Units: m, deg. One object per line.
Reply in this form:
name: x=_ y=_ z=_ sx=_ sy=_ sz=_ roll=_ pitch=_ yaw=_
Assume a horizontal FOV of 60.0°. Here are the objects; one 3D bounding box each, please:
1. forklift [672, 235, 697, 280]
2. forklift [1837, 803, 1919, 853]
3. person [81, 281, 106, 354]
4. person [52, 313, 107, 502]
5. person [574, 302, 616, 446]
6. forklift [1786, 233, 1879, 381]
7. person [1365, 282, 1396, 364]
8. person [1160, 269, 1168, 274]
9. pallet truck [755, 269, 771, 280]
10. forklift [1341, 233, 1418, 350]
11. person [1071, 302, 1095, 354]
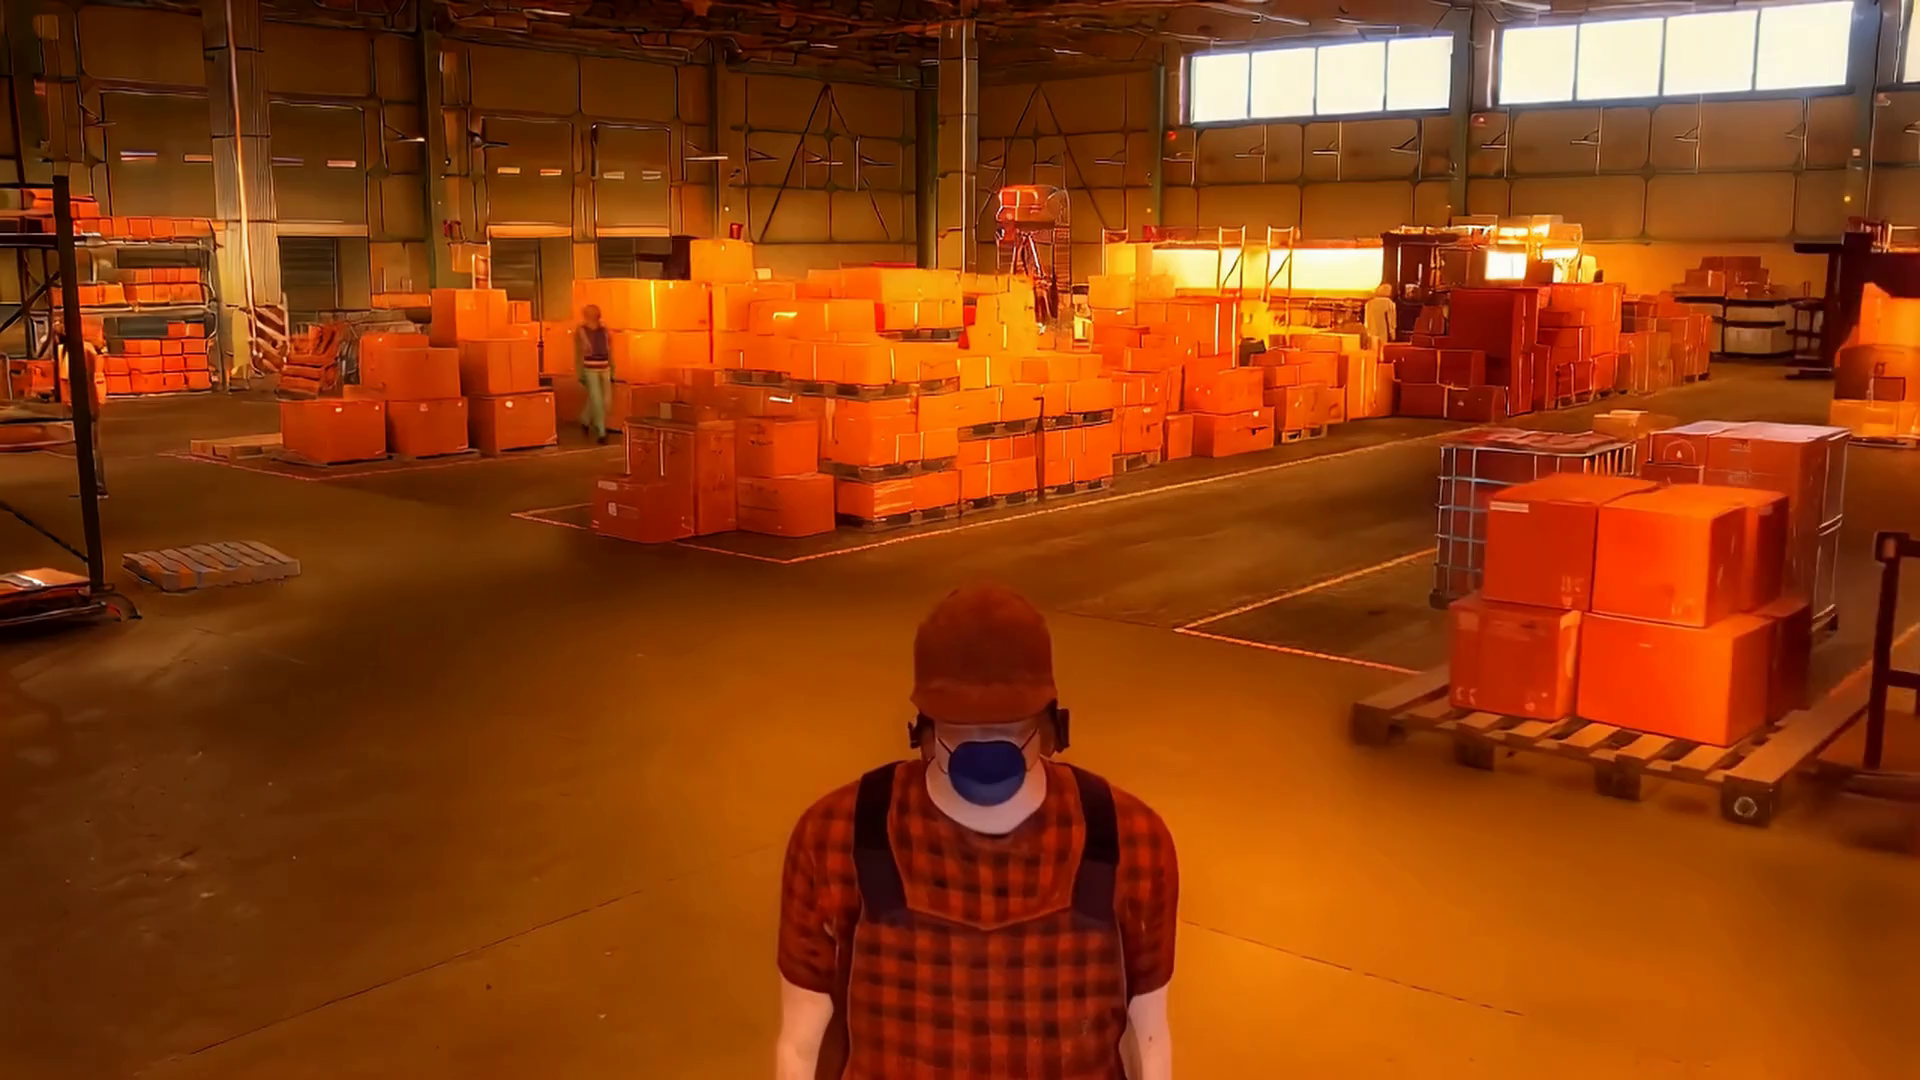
forklift: x=-6.103 y=-5.366 z=36.943 sx=1.873 sy=2.768 sz=1.129 roll=0 pitch=10 yaw=1
forklift: x=4.827 y=-0.054 z=6.697 sx=1.873 sy=2.768 sz=1.129 roll=8 pitch=13 yaw=40
person: x=-16.103 y=-3.819 z=30.832 sx=0.376 sy=1.933 sz=0.544 roll=6 pitch=12 yaw=30
person: x=-8.904 y=-1.342 z=16.821 sx=0.594 sy=1.908 sz=0.406 roll=7 pitch=12 yaw=37
person: x=-4.765 y=-2.160 z=21.614 sx=0.704 sy=1.864 sz=0.589 roll=9 pitch=13 yaw=40
forklift: x=16.779 y=-4.358 z=31.202 sx=1.873 sy=2.768 sz=1.129 roll=8 pitch=13 yaw=40
person: x=7.538 y=-3.643 z=29.825 sx=0.372 sy=1.936 sz=0.627 roll=-8 pitch=13 yaw=-38
person: x=6.016 y=-7.059 z=49.301 sx=0.405 sy=1.937 sz=0.640 roll=0 pitch=10 yaw=1
pallet truck: x=-4.996 y=-6.432 z=45.525 sx=1.885 sy=1.965 sz=0.823 roll=-6 pitch=12 yaw=-32
forklift: x=8.358 y=-4.466 z=31.817 sx=1.873 sy=2.768 sz=1.129 roll=8 pitch=13 yaw=40
person: x=2.102 y=-3.229 z=28.308 sx=0.306 sy=1.639 sz=0.523 roll=-8 pitch=13 yaw=-38
